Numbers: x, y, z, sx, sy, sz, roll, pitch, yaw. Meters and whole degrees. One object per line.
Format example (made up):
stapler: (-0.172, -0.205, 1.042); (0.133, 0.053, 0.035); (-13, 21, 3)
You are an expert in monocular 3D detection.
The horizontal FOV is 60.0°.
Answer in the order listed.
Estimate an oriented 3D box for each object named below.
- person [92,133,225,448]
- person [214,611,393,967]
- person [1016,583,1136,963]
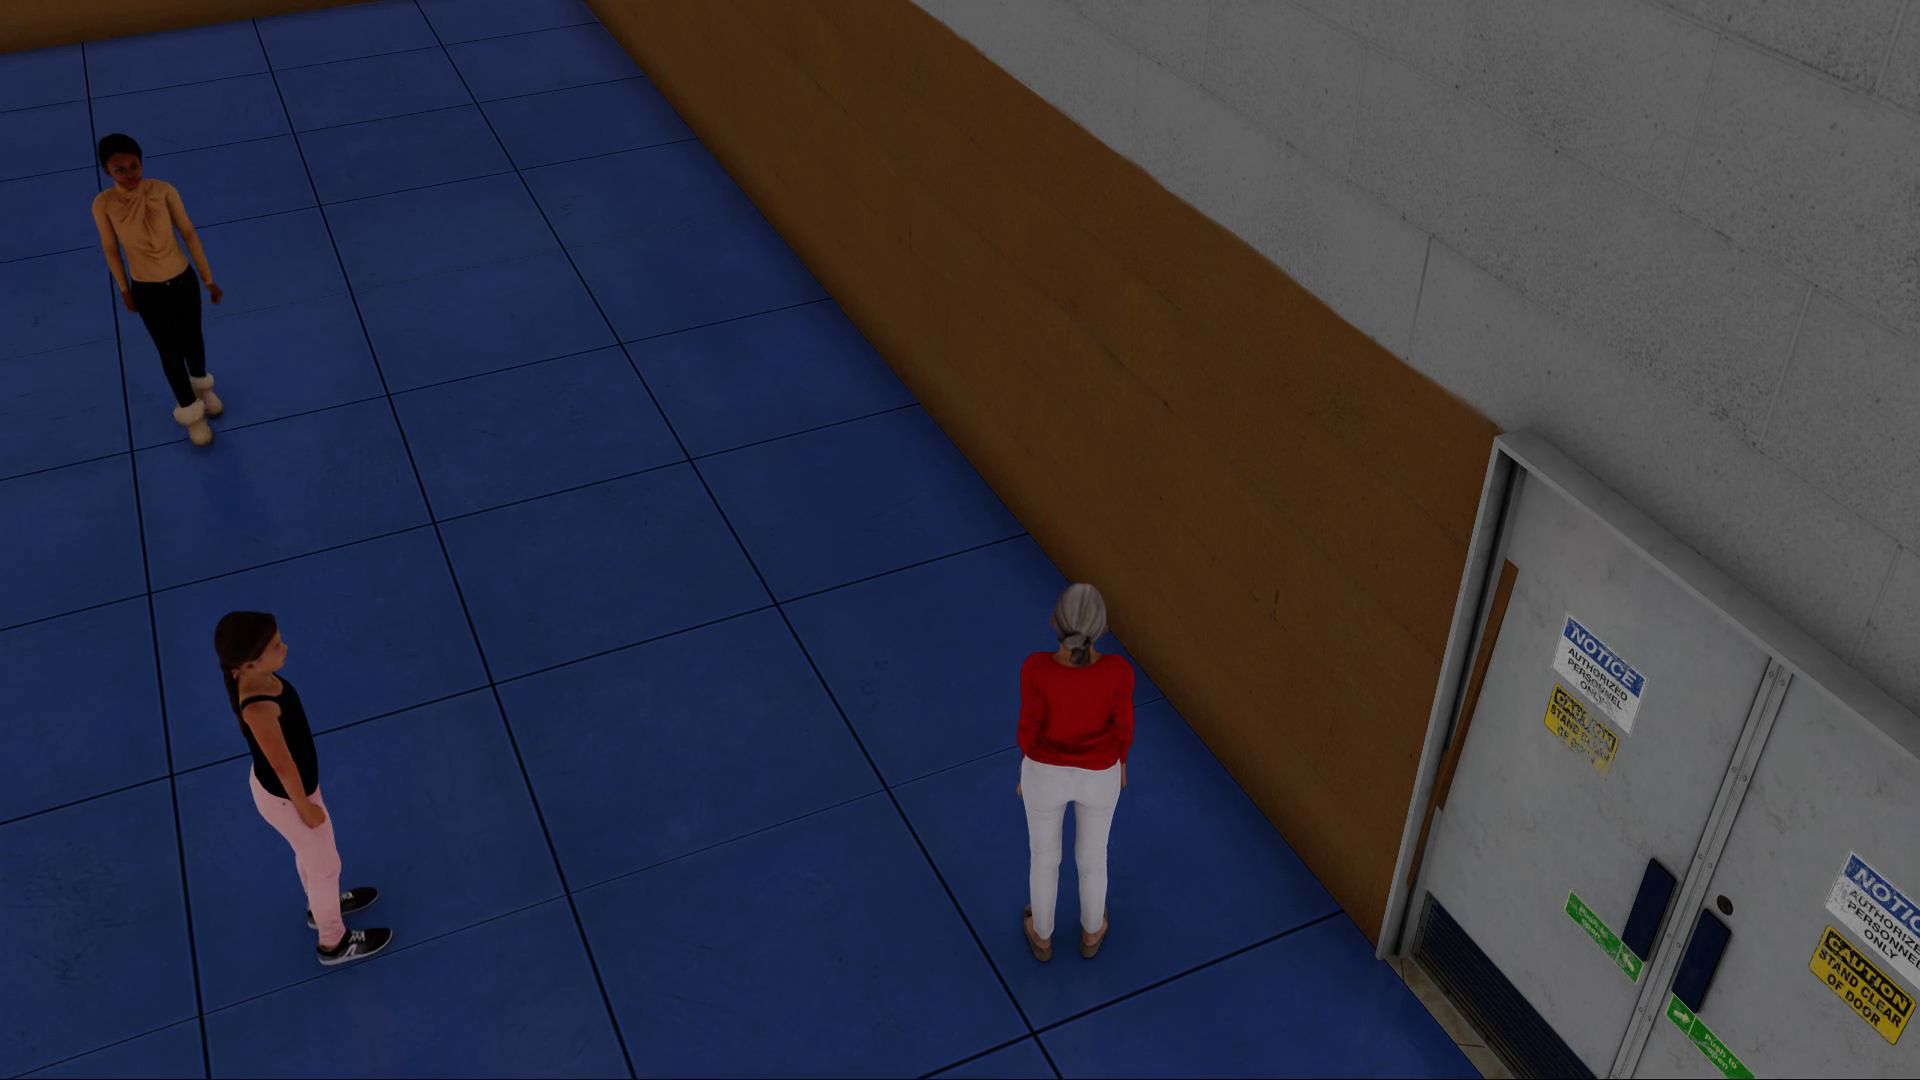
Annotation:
person: (-4.168, -1.360, 8.668); (0.839, 1.639, 0.764); (-25, 44, -30)
person: (-2.324, 0.861, 5.773); (0.527, 1.562, 0.536); (-19, 41, -23)
person: (0.384, 0.819, 5.719); (0.600, 1.694, 0.697); (0, 37, -1)
